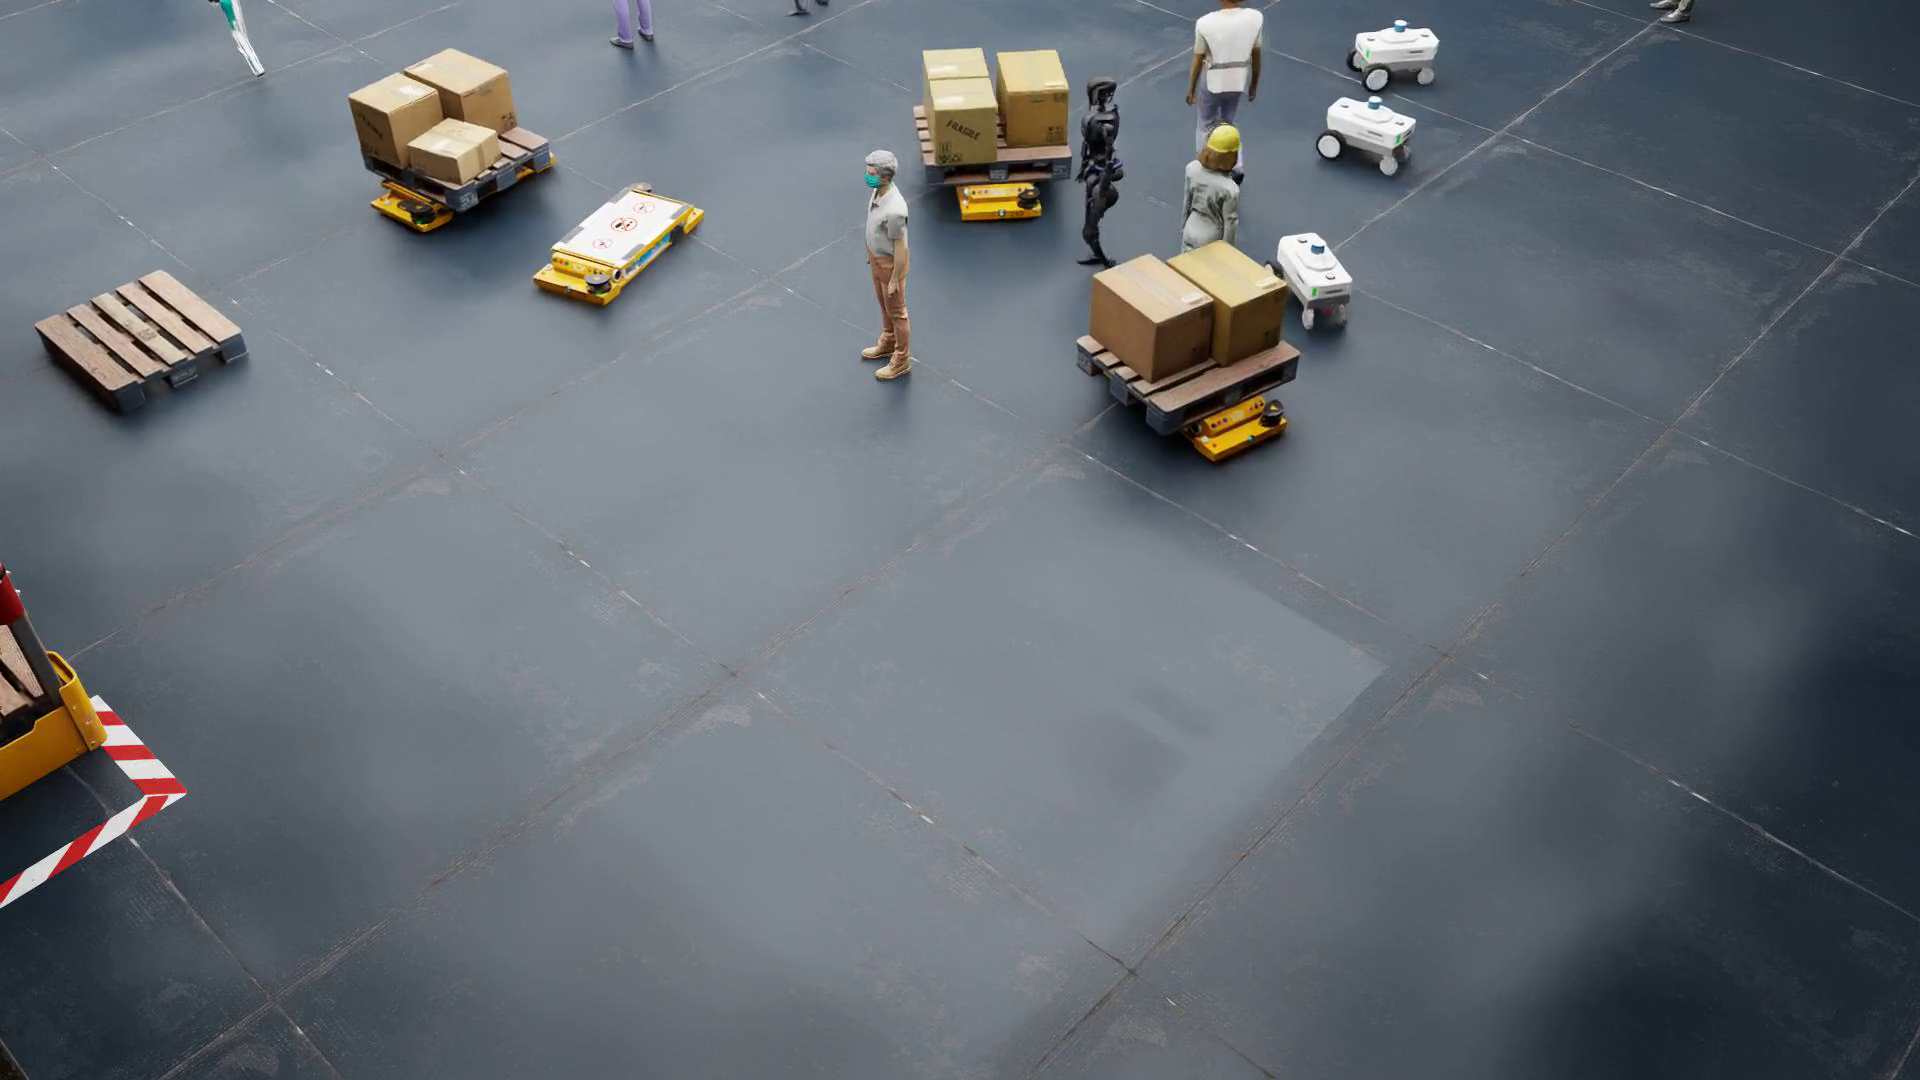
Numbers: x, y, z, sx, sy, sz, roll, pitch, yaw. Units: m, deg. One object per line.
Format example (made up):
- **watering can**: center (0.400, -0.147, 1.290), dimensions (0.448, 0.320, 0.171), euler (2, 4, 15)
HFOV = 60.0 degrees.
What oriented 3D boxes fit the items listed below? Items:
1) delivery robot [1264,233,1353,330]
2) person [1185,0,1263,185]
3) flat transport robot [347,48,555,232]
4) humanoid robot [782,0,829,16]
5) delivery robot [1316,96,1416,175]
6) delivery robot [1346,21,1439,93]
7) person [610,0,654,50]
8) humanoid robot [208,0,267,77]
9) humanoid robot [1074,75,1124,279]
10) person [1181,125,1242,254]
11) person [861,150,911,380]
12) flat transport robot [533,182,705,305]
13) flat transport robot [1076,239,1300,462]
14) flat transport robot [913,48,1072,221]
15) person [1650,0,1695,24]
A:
- **delivery robot**: center (2.654, -1.994, 12.534), dimensions (0.499, 0.602, 0.801), euler (-10, 43, -11)
- **person**: center (2.142, -3.644, 13.415), dimensions (0.588, 1.819, 0.518), euler (-8, 43, -9)
- **flat transport robot**: center (-4.149, -3.034, 13.898), dimensions (0.659, 0.231, 1.431), euler (26, 48, 26)
- **humanoid robot**: center (-1.575, -5.921, 16.062), dimensions (0.373, 1.636, 0.684), euler (17, 45, 18)
- **delivery robot**: center (3.476, -3.490, 14.203), dimensions (0.814, 0.610, 0.499), euler (27, 48, 26)
- **delivery robot**: center (3.975, -4.461, 15.282), dimensions (0.805, 0.609, 0.499), euler (-6, 42, -7)
- **person**: center (-3.140, -5.477, 15.435), dimensions (0.569, 1.843, 0.373), euler (-32, 51, -31)
- **humanoid robot**: center (-6.649, -5.046, 15.029), dimensions (0.558, 1.735, 0.999), euler (-32, 51, -31)
- **humanoid robot**: center (1.045, -2.740, 12.518), dimensions (0.350, 1.645, 0.584), euler (-10, 43, -11)
- **person**: center (1.772, -2.148, 11.820), dimensions (0.320, 1.732, 0.487), euler (-30, 50, -29)
- **person**: center (-0.516, -1.918, 11.553), dimensions (0.320, 1.747, 0.477), euler (-15, 44, -16)
- **flat transport robot**: center (-2.682, -2.359, 13.148), dimensions (0.659, 0.231, 1.431), euler (18, 45, 19)
- **flat transport robot**: center (1.588, -1.096, 11.744), dimensions (0.659, 0.231, 1.431), euler (-24, 47, -24)
- **flat transport robot**: center (0.260, -3.148, 14.025), dimensions (0.659, 0.231, 1.431), euler (-4, 42, -5)
- **person**: center (7.070, -5.868, 15.870), dimensions (0.372, 1.842, 0.568), euler (1, 42, 1)
